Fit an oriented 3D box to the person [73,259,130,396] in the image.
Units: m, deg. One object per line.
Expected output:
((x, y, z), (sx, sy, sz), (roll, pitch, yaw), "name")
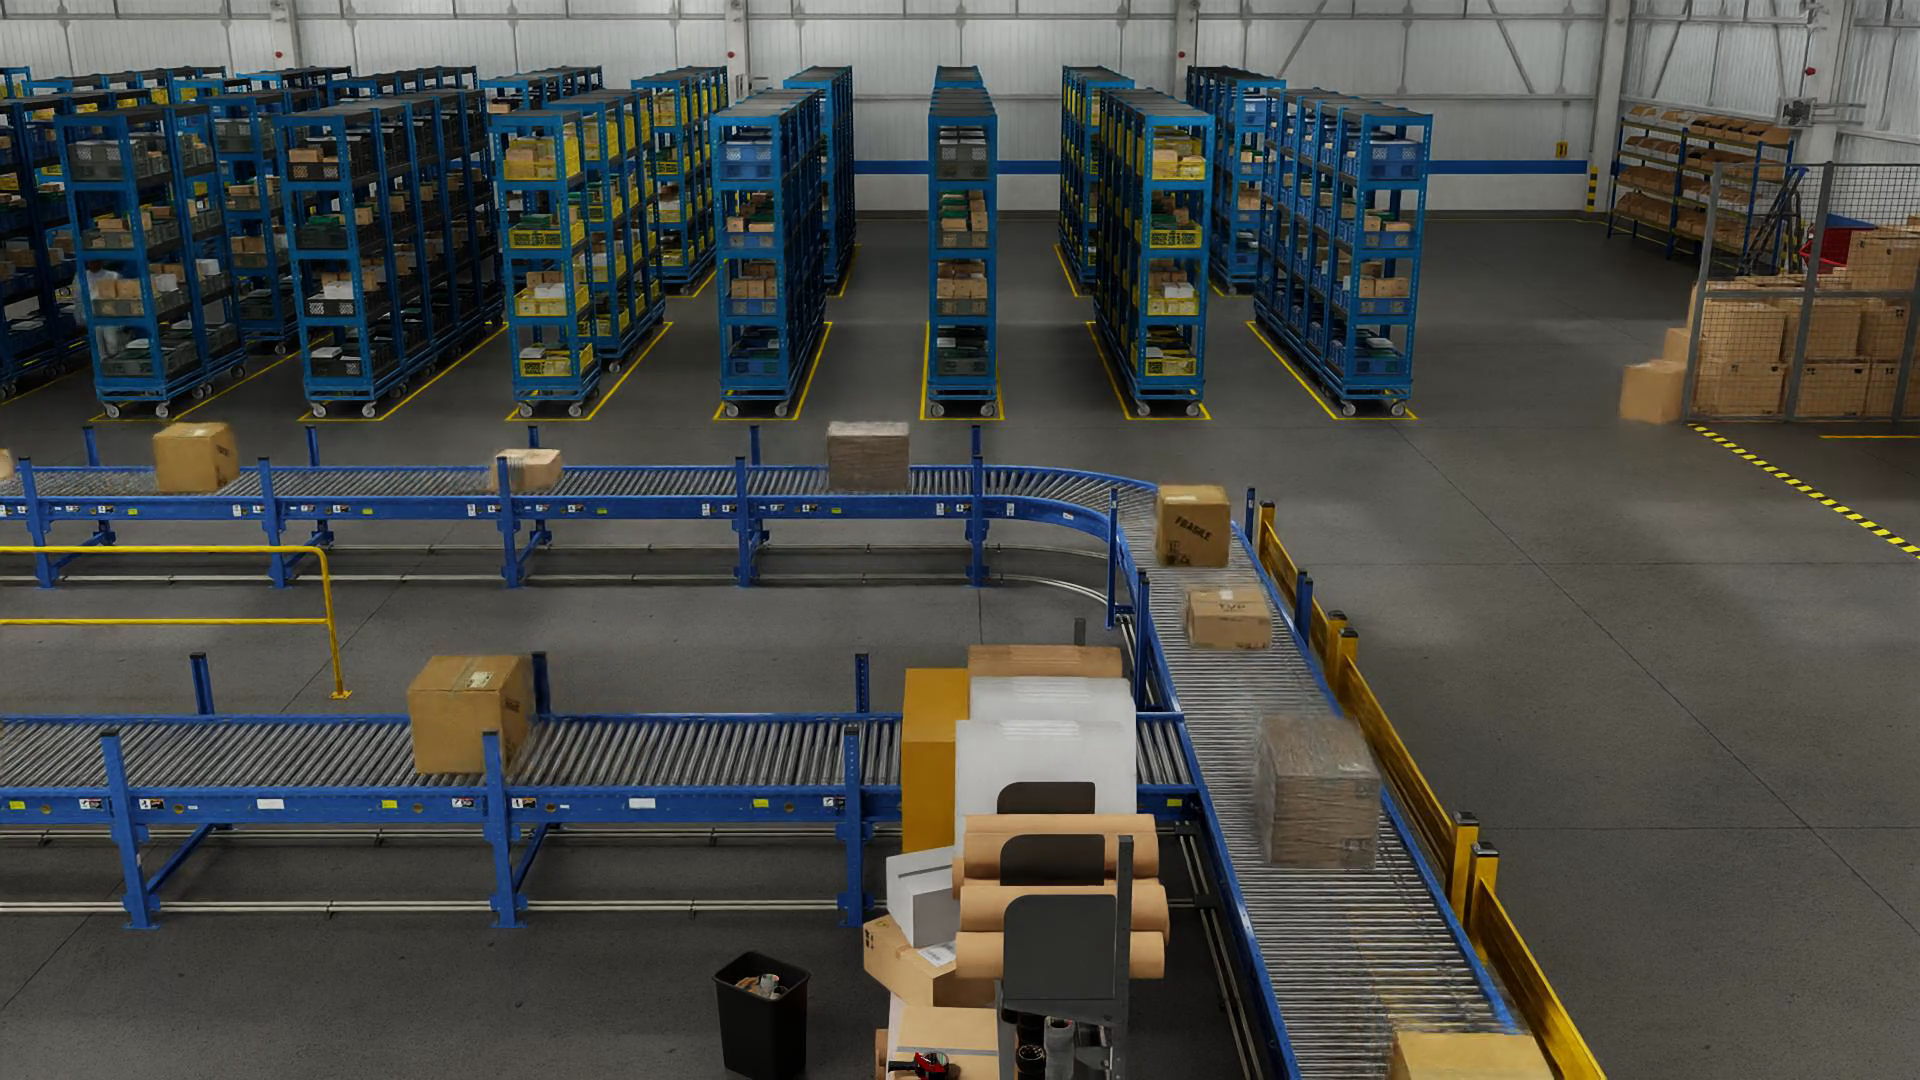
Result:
((-10.846, -2.760, 21.013), (0.614, 1.931, 0.438), (-1, 18, -3), "person")
